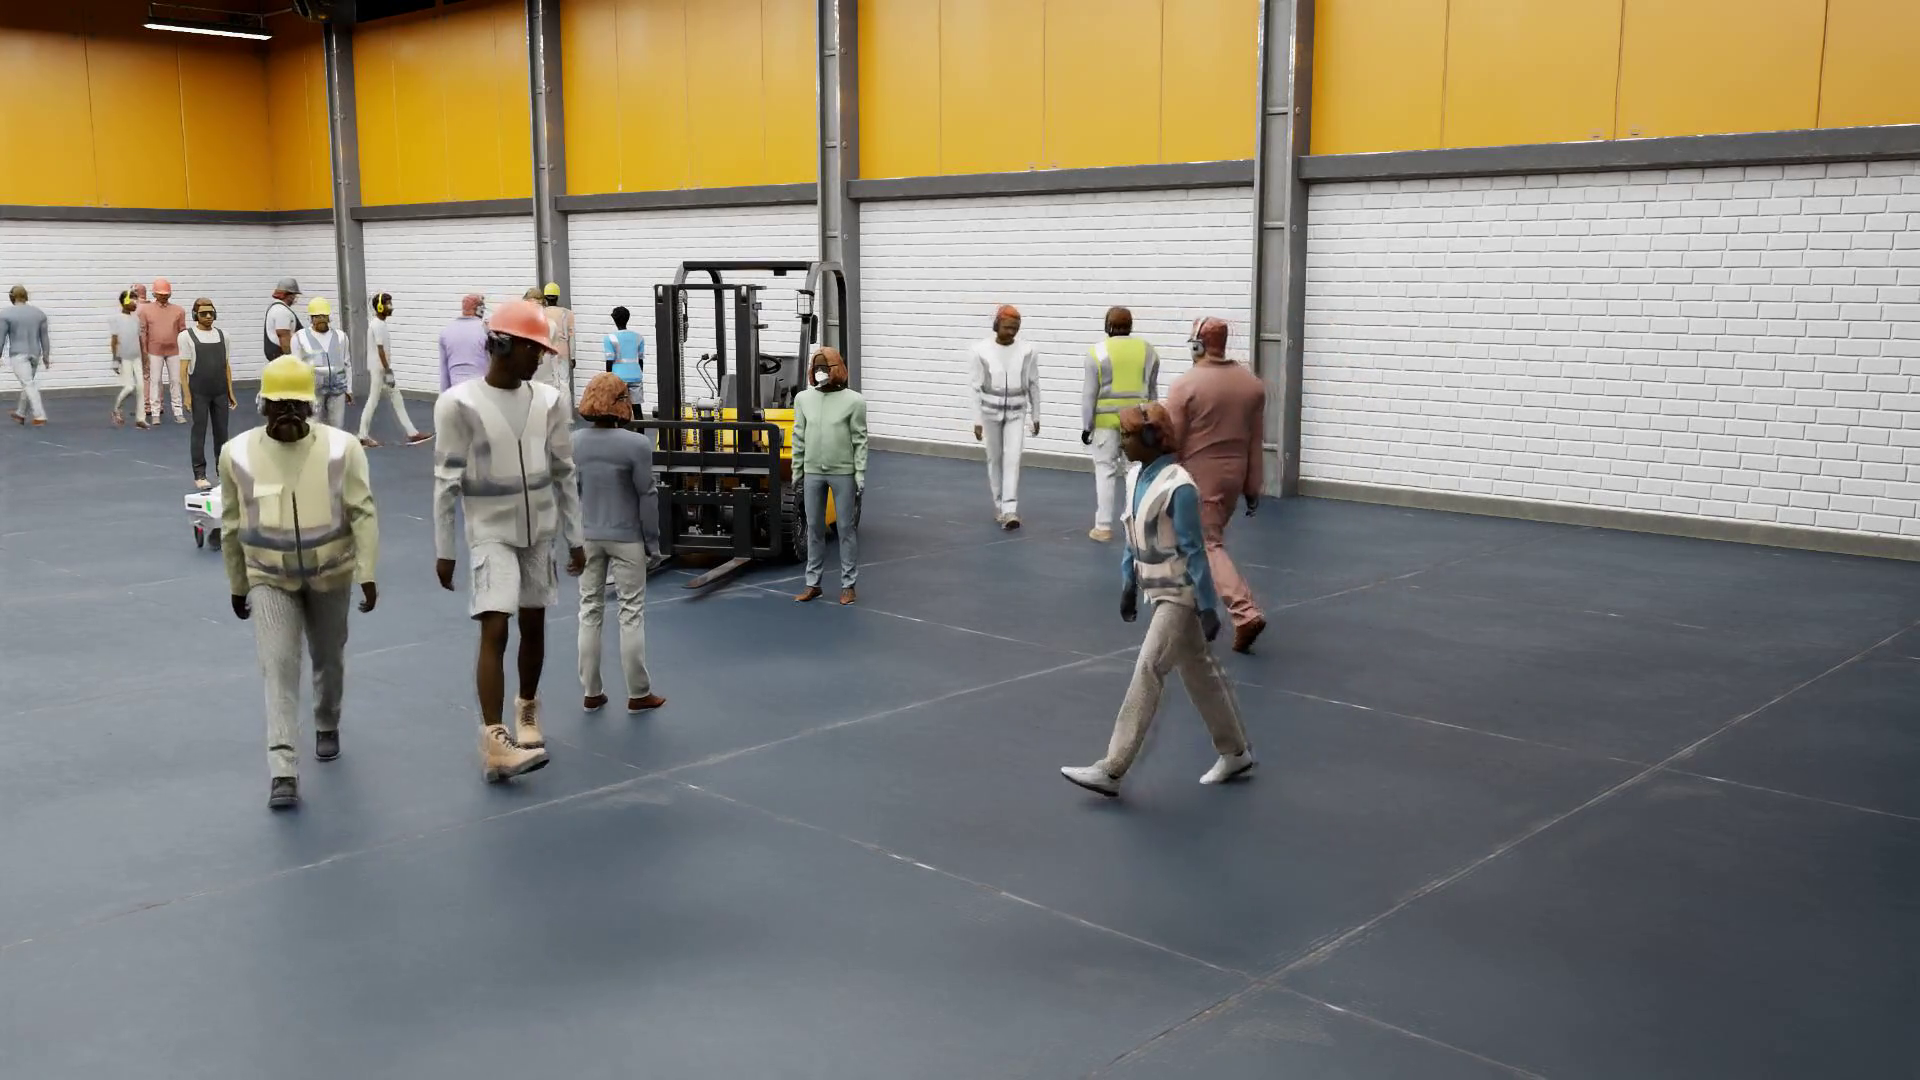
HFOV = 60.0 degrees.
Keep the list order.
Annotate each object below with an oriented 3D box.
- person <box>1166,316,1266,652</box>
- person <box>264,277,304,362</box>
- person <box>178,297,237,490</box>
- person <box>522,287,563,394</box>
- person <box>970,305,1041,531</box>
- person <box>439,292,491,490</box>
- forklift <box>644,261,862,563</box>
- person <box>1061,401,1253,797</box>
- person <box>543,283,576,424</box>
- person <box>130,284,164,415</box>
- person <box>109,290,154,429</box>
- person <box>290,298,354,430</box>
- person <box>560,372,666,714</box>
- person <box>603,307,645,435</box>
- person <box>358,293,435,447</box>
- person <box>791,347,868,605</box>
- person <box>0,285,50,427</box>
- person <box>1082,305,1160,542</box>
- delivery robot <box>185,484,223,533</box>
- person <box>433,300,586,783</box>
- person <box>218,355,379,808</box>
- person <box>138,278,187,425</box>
[{"bbox_3d":[1.435,-0.328,9.383,0.646,1.867,0.967,-6,11,-31],"label":"person"},{"bbox_3d":[-8.825,-2.444,21.798,0.538,2.000,0.701,-4,10,-25],"label":"person"},{"bbox_3d":[-7.255,-1.413,16.071,0.334,1.845,0.513,7,12,37],"label":"person"},{"bbox_3d":[-4.316,-1.588,16.879,0.370,1.934,0.627,7,12,38],"label":"person"},{"bbox_3d":[0.379,-1.003,13.604,0.587,1.824,0.981,0,9,-2],"label":"person"},{"bbox_3d":[-4.636,-1.411,15.925,0.729,1.895,0.401,3,10,19],"label":"person"},{"bbox_3d":[-1.552,-1.040,12.721,1.214,2.155,2.313,2,9,11],"label":"forklift"},{"bbox_3d":[0.836,0.244,6.676,0.884,1.592,0.544,-2,10,-13],"label":"person"},{"bbox_3d":[-5.518,-2.523,22.628,0.586,1.928,0.364,-2,9,-12],"label":"person"},{"bbox_3d":[-11.857,-2.758,24.141,0.410,1.907,0.642,2,9,12],"label":"person"},{"bbox_3d":[-11.009,-2.383,22.048,0.526,1.837,0.553,4,10,22],"label":"person"},{"bbox_3d":[-6.420,-1.524,16.794,0.603,1.830,0.404,-7,12,-38],"label":"person"},{"bbox_3d":[-1.664,0.018,7.945,0.498,1.634,0.278,2,10,13],"label":"person"},{"bbox_3d":[-3.836,-1.821,19.036,0.535,1.693,0.322,-9,13,-42],"label":"person"},{"bbox_3d":[-6.760,-2.005,19.767,0.950,1.816,0.544,-2,9,-12],"label":"person"},{"bbox_3d":[-0.832,-0.405,10.541,0.507,1.632,0.271,3,10,16],"label":"person"},{"bbox_3d":[-12.655,-2.463,22.380,0.996,1.876,0.648,5,10,27],"label":"person"},{"bbox_3d":[1.234,-0.904,12.966,0.633,1.840,0.429,-3,10,-17],"label":"person"},{"bbox_3d":[-5.542,-0.273,12.743,0.477,0.478,0.707,6,11,33],"label":"delivery robot"},{"bbox_3d":[-1.851,-0.008,7.061,0.651,1.978,0.809,-9,13,-43],"label":"person"},{"bbox_3d":[-2.712,0.124,6.867,0.605,1.786,0.946,-4,10,-22],"label":"person"},{"bbox_3d":[-10.882,-2.574,22.752,0.608,1.988,0.392,-6,11,-35],"label":"person"}]
